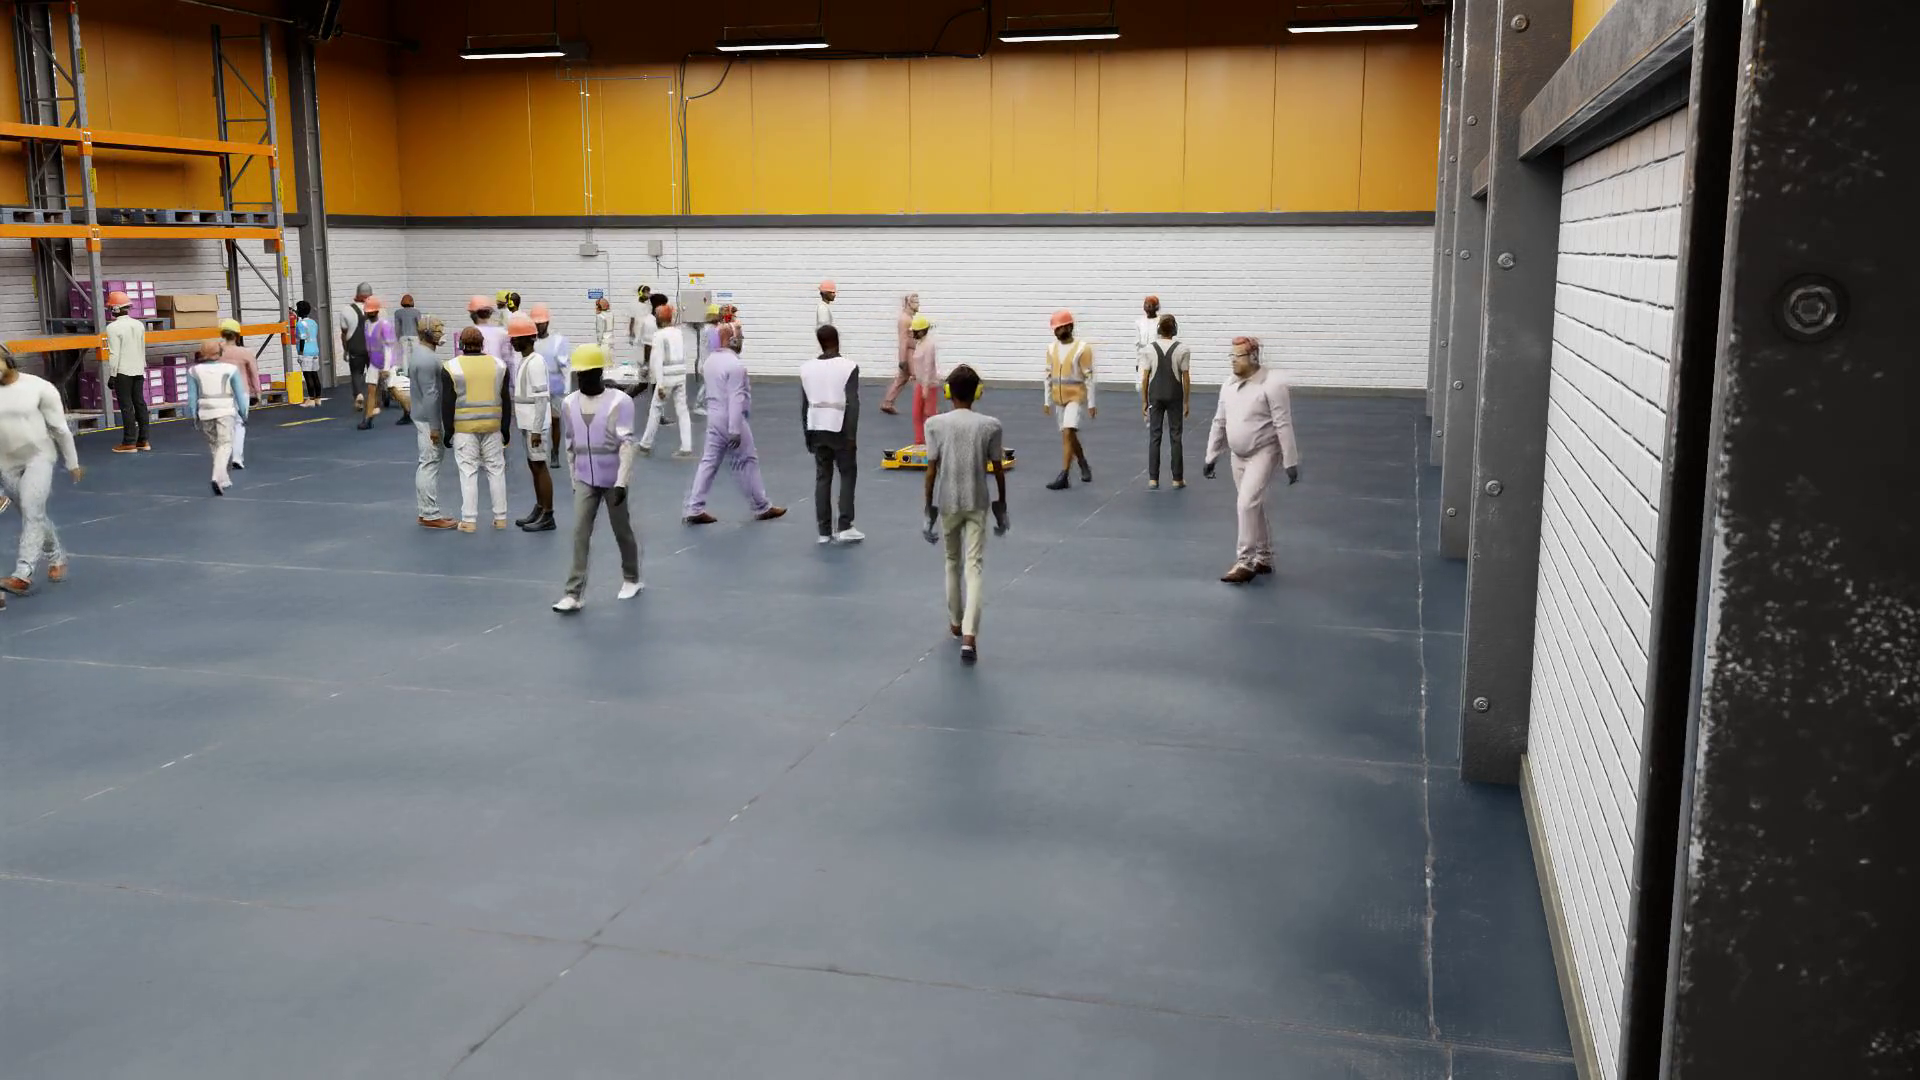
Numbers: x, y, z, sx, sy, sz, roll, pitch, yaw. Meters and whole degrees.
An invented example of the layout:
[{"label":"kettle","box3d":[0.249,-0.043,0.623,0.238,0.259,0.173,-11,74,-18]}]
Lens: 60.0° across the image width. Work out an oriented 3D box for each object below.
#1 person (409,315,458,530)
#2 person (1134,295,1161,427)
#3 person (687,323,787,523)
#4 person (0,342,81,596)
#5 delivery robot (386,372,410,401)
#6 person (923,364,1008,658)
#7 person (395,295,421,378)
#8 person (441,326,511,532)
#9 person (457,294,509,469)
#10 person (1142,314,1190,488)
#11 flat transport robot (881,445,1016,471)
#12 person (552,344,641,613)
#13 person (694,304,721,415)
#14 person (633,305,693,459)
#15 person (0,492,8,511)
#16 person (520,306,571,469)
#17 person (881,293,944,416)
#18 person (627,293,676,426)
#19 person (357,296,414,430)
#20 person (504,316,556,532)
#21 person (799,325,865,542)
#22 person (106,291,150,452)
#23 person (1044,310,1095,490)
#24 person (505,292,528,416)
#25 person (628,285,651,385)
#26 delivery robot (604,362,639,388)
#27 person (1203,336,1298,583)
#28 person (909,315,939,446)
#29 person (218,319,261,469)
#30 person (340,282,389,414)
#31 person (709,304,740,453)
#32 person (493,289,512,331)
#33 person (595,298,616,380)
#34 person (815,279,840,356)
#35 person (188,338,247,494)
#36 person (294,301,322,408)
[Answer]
[{"label":"person","box3d":[-4.781,-1.059,15.034,0.354,1.937,0.635,-4,11,-22]},{"label":"person","box3d":[2.720,-2.522,23.550,0.583,1.866,0.438,6,12,30]},{"label":"person","box3d":[-2.121,-1.077,15.377,0.991,1.853,0.666,-7,12,-36]},{"label":"person","box3d":[-6.936,-0.540,12.315,0.695,1.867,1.020,-1,10,-4]},{"label":"delivery robot","box3d":[-8.854,-2.418,26.385,0.477,0.478,0.707,-6,12,-32]},{"label":"person","box3d":[0.038,-0.197,10.494,0.539,1.825,0.980,0,10,0]},{"label":"person","box3d":[-10.569,-3.886,31.910,0.501,1.631,0.287,-1,10,-5]},{"label":"person","box3d":[-4.344,-0.992,14.935,0.634,1.841,0.429,-7,12,-34]},{"label":"person","box3d":[-5.348,-1.765,18.812,0.618,2.018,0.800,-10,14,-43]},{"label":"person","box3d":[2.175,-1.463,17.588,0.506,1.846,0.349,3,10,14]},{"label":"flat transport robot","box3d":[-0.125,-0.953,19.158,1.431,0.197,0.652,3,10,16]},{"label":"person","box3d":[-2.560,-0.448,11.769,0.592,1.876,0.979,3,10,15]},{"label":"person","box3d":[-3.687,-2.704,25.050,0.925,1.695,0.502,4,11,20]},{"label":"person","box3d":[-3.584,-1.903,20.090,0.949,1.839,0.574,7,12,35]},{"label":"person","box3d":[-9.227,-0.975,15.458,0.500,1.625,0.347,8,13,39]},{"label":"person","box3d":[-4.682,-1.701,18.833,0.564,1.883,0.991,-2,10,-10]},{"label":"person","box3d":[-0.749,-2.787,25.046,0.985,1.867,0.636,1,10,6]},{"label":"person","box3d":[-4.531,-2.557,23.604,0.862,1.915,0.671,-2,10,-10]},{"label":"person","box3d":[-8.131,-2.501,23.427,0.592,1.874,0.956,6,12,31]},{"label":"person","box3d":[-3.863,-1.041,14.947,0.374,1.934,0.548,-4,11,-22]},{"label":"person","box3d":[-1.134,-0.921,14.428,0.618,1.875,0.477,5,11,24]},{"label":"person","box3d":[-10.370,-2.088,20.695,0.375,1.997,0.612,2,10,10]},{"label":"person","box3d":[1.198,-1.510,17.762,0.568,1.894,0.944,8,13,37]},{"label":"person","box3d":[-6.686,-2.794,25.076,0.329,1.864,0.508,3,10,15]},{"label":"person","box3d":[-5.833,-3.746,30.524,0.487,1.841,0.562,6,12,31]},{"label":"delivery robot","box3d":[-5.786,-2.840,28.773,0.707,0.478,0.477,2,10,9]},{"label":"person","box3d":[2.164,-0.607,12.667,0.821,1.871,0.711,-6,12,-32]},{"label":"person","box3d":[-0.346,-1.876,20.211,0.679,1.736,0.536,-4,11,-21]},{"label":"person","box3d":[-8.394,-1.689,19.228,0.537,1.725,0.901,-2,10,-11]},{"label":"person","box3d":[-9.050,-2.935,25.367,0.696,2.000,0.560,-3,10,-17]},{"label":"person","box3d":[-2.915,-1.990,20.591,0.389,1.838,0.563,-7,12,-33]},{"label":"person","box3d":[-8.024,-3.555,29.586,0.471,1.797,0.632,-1,10,-7]},{"label":"person","box3d":[-6.328,-3.498,29.697,0.312,1.638,0.512,3,10,17]},{"label":"person","box3d":[-2.057,-3.015,25.824,0.396,2.038,0.615,-1,10,-6]},{"label":"person","box3d":[-7.724,-1.288,17.276,0.519,1.610,0.805,-1,10,-5]},{"label":"person","box3d":[-10.376,-2.950,26.427,0.317,1.695,0.540,1,10,4]}]
